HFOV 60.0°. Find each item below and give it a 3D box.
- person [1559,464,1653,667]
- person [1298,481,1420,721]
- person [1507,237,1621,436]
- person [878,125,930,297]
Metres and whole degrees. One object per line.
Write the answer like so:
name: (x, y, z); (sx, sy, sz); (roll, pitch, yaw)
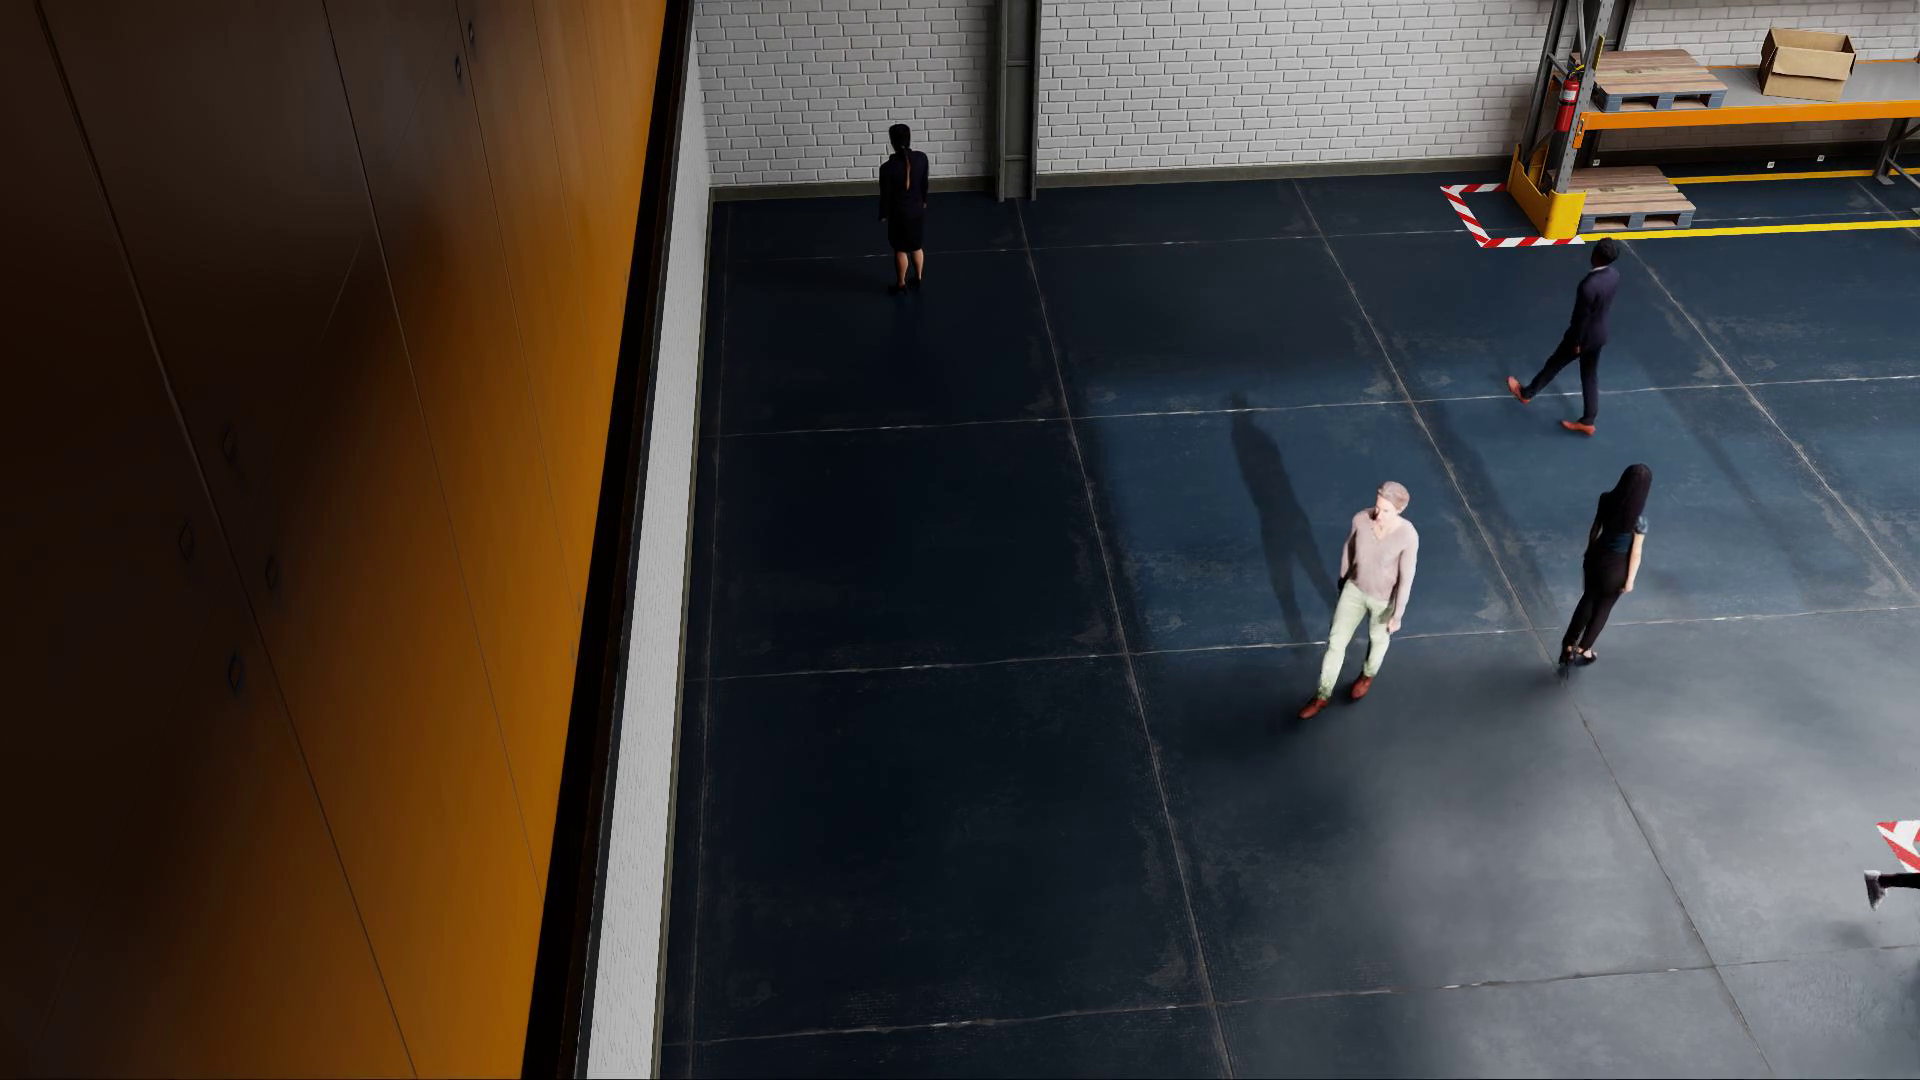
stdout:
person: (4.400, 0.208, 11.328); (0.765, 1.729, 0.706); (-22, 43, -25)
person: (2.796, 0.320, 11.093); (1.084, 1.847, 1.136); (26, 46, 29)
person: (5.219, -1.625, 13.663); (1.123, 1.680, 1.103); (-32, 48, -33)
person: (-0.515, -3.046, 15.450); (0.752, 1.669, 0.861); (-24, 44, -27)
